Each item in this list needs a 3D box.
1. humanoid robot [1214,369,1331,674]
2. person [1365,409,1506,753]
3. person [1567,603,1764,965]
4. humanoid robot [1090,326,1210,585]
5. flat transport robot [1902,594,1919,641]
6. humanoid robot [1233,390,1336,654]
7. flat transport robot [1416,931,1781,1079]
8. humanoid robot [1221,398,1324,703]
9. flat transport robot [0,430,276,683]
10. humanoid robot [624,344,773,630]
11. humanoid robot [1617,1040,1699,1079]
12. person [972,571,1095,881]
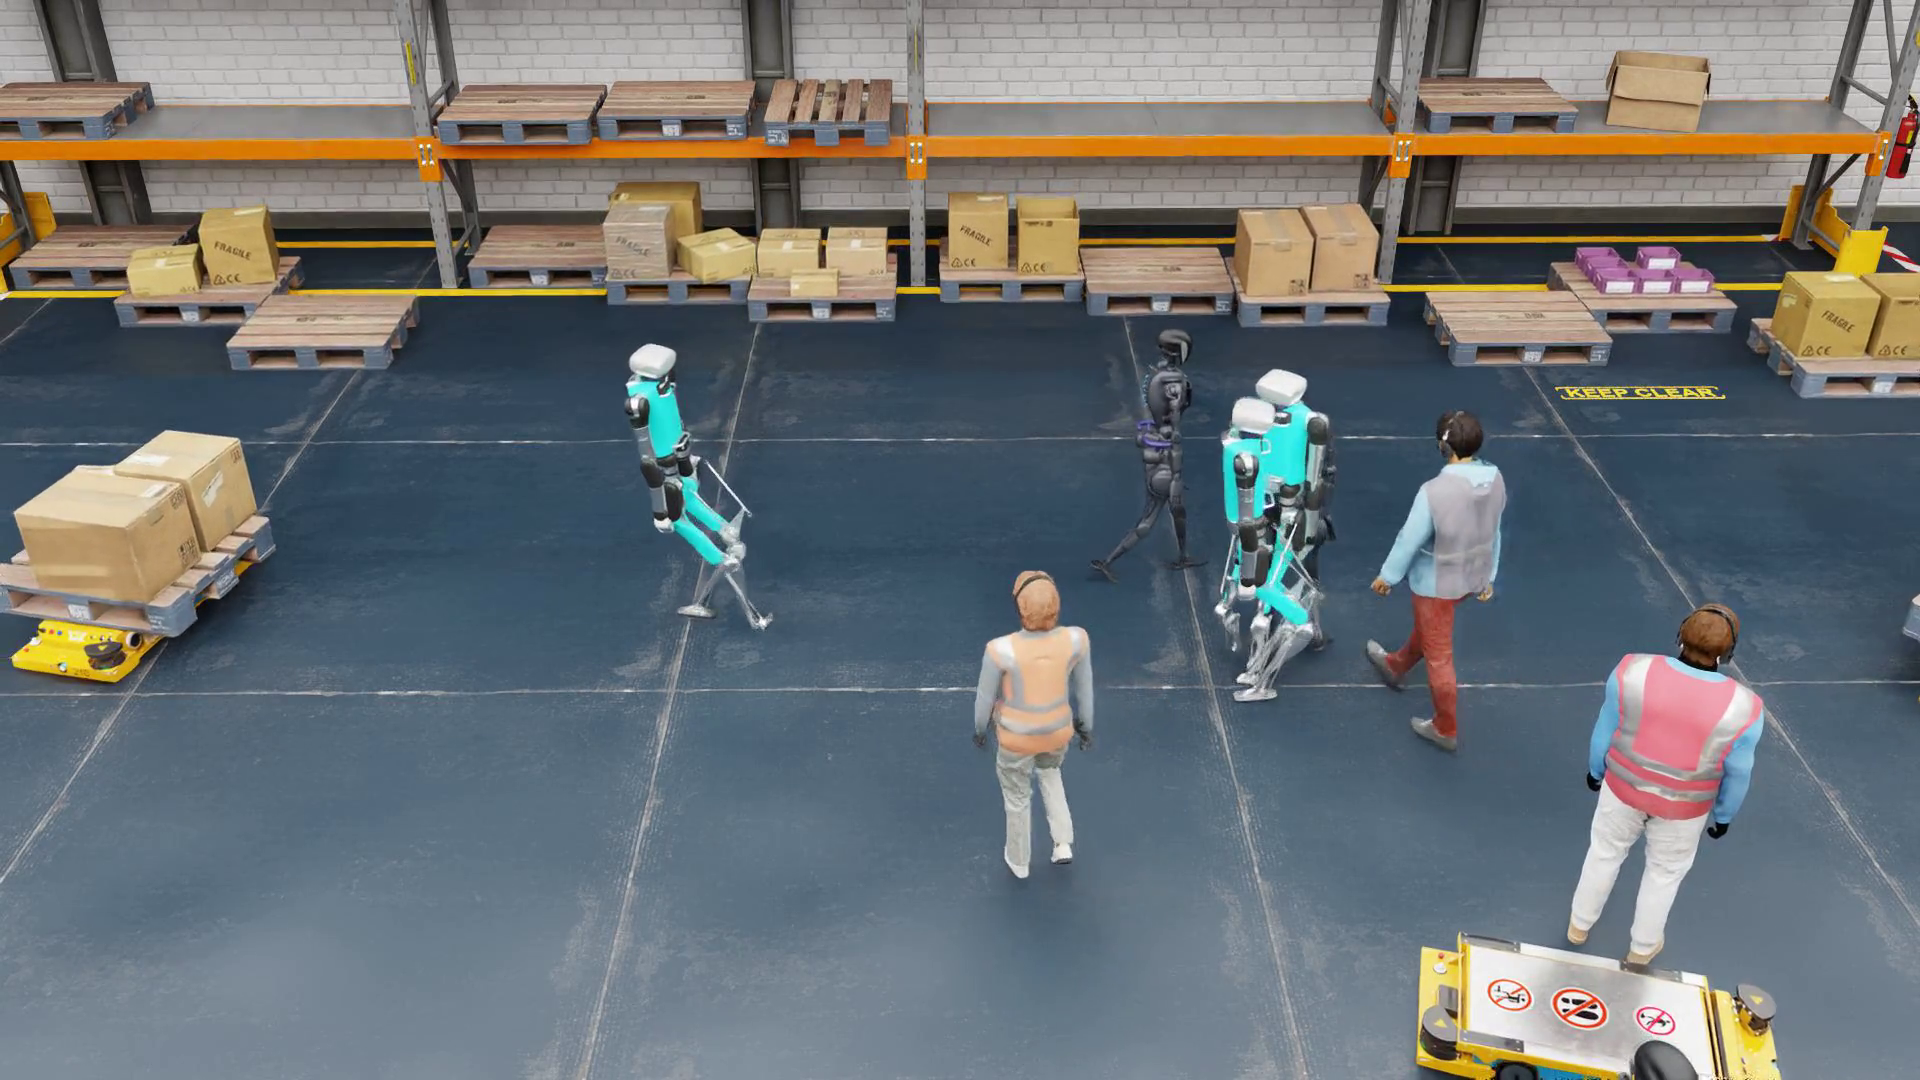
[{"bbox_3d":[1.603,0.008,8.992,0.557,1.815,0.664,19,36,29],"label":"humanoid robot"},{"bbox_3d":[2.417,0.150,8.632,0.541,1.835,0.923,-19,36,-29],"label":"person"},{"bbox_3d":[3.004,1.067,7.123,0.634,1.831,0.430,17,35,26],"label":"person"},{"bbox_3d":[1.181,-0.493,9.920,0.786,1.630,0.611,-3,31,-5],"label":"humanoid robot"},{"bbox_3d":[6.038,0.689,9.263,1.431,0.231,0.659,-23,38,-33],"label":"flat transport robot"},{"bbox_3d":[1.847,-0.089,9.199,0.616,1.646,0.470,-9,32,-14],"label":"humanoid robot"},{"bbox_3d":[2.670,2.056,6.989,1.431,0.231,0.659,8,32,13],"label":"flat transport robot"},{"bbox_3d":[1.689,0.091,8.821,0.731,1.780,0.538,2,31,4],"label":"humanoid robot"},{"bbox_3d":[-4.848,0.335,9.854,0.659,0.231,1.431,7,32,11],"label":"flat transport robot"},{"bbox_3d":[-1.394,-0.213,9.420,0.842,1.858,0.547,6,31,9],"label":"humanoid robot"},{"bbox_3d":[2.073,2.184,5.412,0.611,1.638,0.388,-16,34,-24],"label":"humanoid robot"},{"bbox_3d":[0.338,0.872,7.638,0.534,1.624,0.370,-10,32,-17],"label":"person"}]
